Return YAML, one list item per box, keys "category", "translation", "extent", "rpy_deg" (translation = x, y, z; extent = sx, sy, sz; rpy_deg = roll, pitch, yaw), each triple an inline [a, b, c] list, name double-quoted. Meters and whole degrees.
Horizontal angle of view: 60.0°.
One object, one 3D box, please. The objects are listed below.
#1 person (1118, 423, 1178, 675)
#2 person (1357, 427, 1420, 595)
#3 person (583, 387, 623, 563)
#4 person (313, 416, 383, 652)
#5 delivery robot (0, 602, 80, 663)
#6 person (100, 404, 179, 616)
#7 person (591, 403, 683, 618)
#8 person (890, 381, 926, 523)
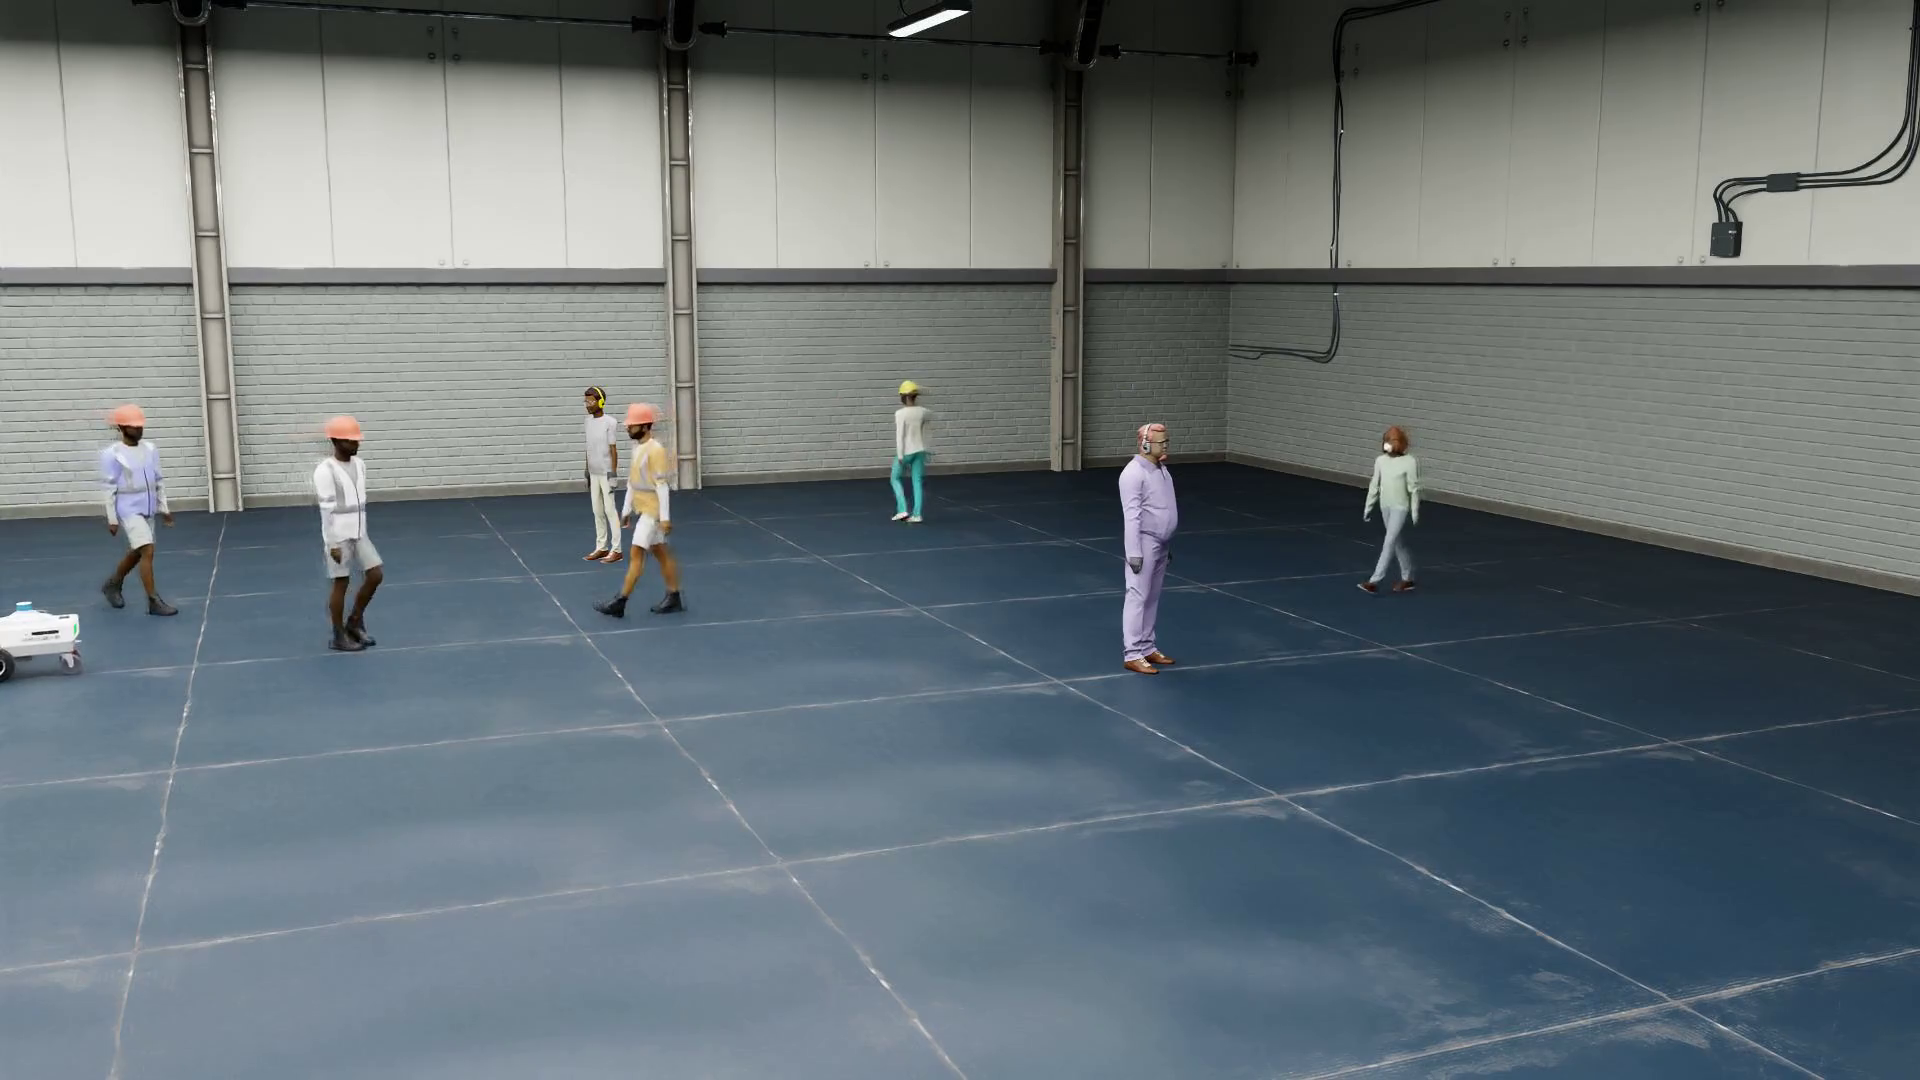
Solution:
- category: "person"
  translation: [1.469, 0.056, 12.779]
  extent: [0.407, 1.910, 0.639]
  rpy_deg: [5, 10, 28]
- category: "person"
  translation: [4.059, -0.272, 15.815]
  extent: [0.850, 1.584, 0.519]
  rpy_deg: [-5, 10, -30]
- category: "person"
  translation: [-3.802, -0.687, 17.605]
  extent: [0.508, 1.863, 0.312]
  rpy_deg: [7, 11, 37]
- category: "person"
  translation: [-4.907, -0.041, 13.362]
  extent: [0.481, 1.916, 0.576]
  rpy_deg: [3, 10, 18]
- category: "delivery robot"
  translation: [-7.068, 0.713, 12.597]
  extent: [0.707, 0.478, 0.477]
  rpy_deg: [-5, 10, -30]
- category: "person"
  translation: [-7.443, -0.280, 14.911]
  extent: [0.913, 1.907, 0.545]
  rpy_deg: [3, 10, 18]
- category: "person"
  translation: [-2.888, -0.251, 14.726]
  extent: [0.930, 1.896, 0.574]
  rpy_deg: [-5, 10, -27]
- category: "person"
  translation: [-0.640, -1.076, 20.367]
  extent: [0.543, 1.749, 0.507]
  rpy_deg: [-8, 12, -41]
